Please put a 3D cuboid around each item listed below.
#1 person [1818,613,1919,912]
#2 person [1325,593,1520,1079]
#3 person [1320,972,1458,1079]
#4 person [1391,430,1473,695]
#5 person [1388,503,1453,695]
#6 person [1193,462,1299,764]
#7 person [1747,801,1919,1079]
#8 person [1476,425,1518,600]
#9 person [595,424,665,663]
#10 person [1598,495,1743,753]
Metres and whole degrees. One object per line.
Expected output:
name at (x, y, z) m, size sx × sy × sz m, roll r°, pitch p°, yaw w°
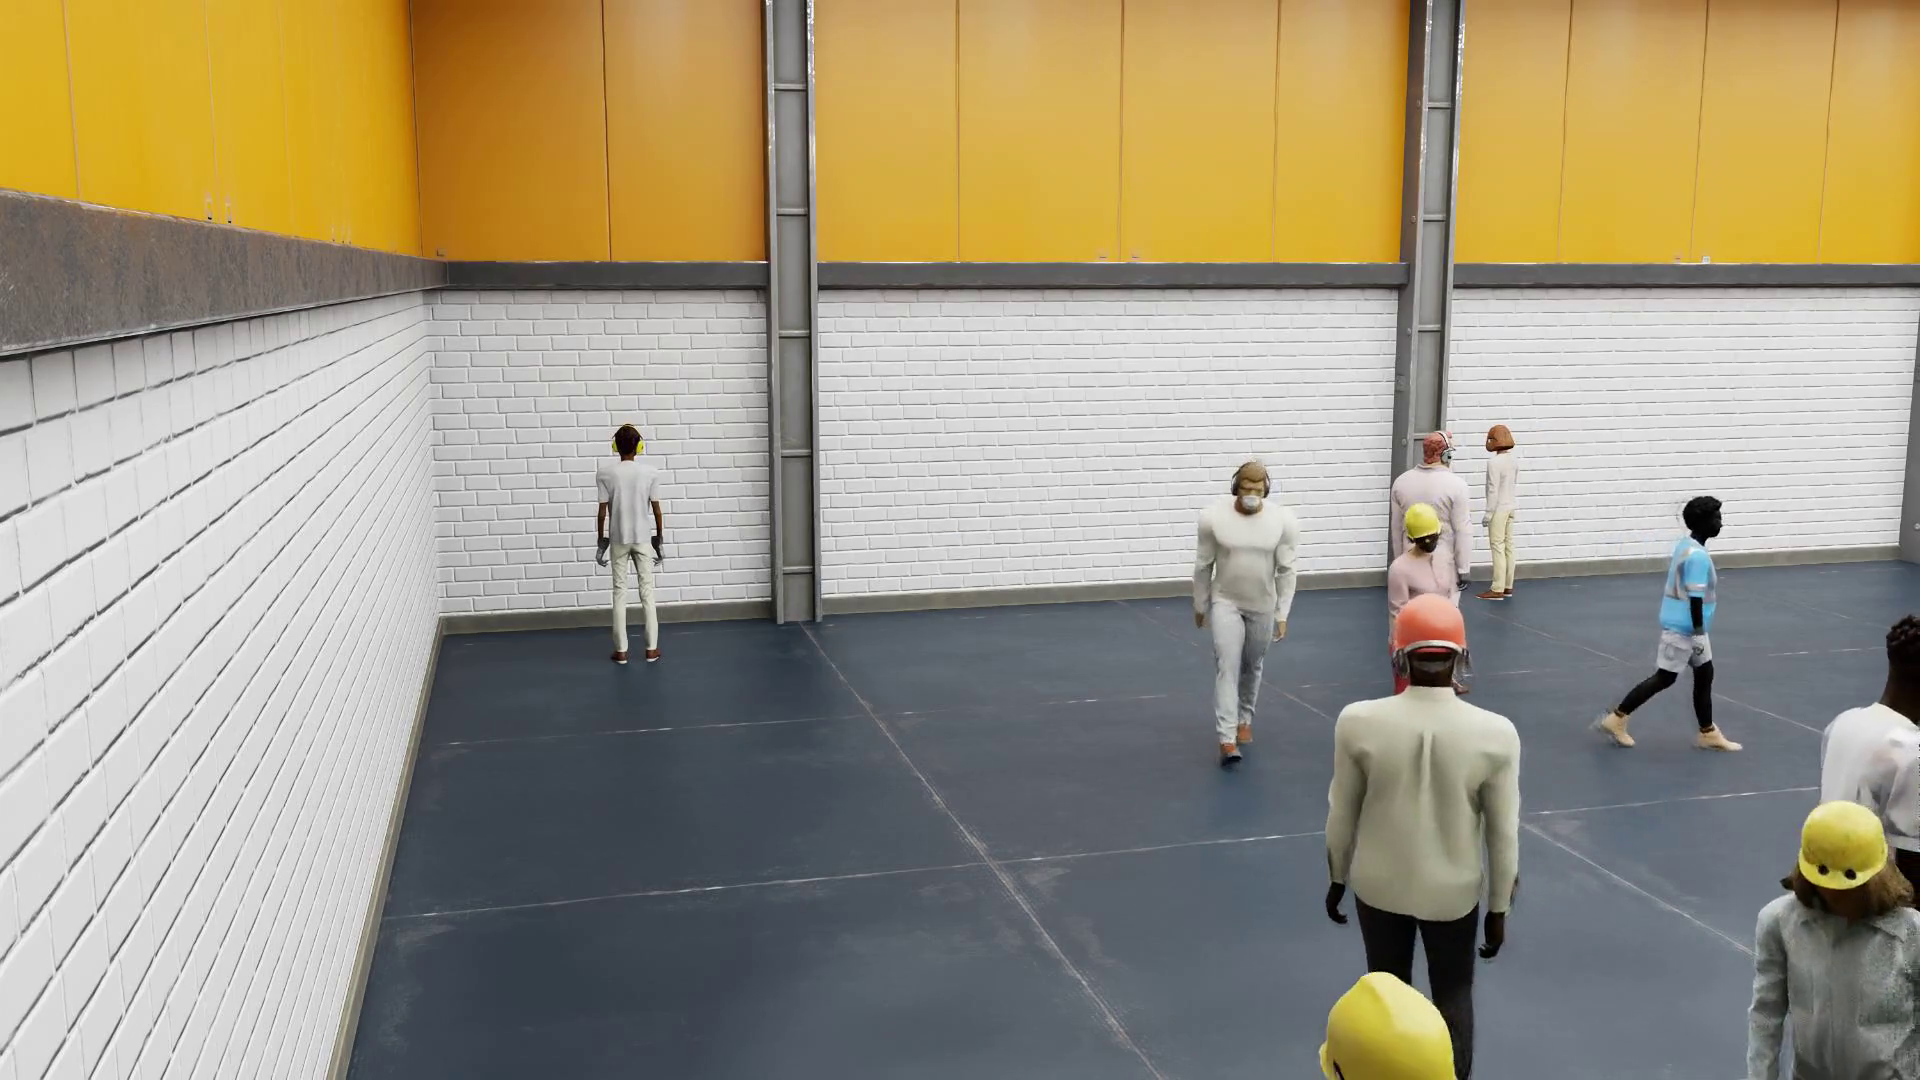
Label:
person at (2.991, 1.195, 5.451) m, size 0.497 × 1.944 × 0.646 m, roll 1°, pitch 9°, yaw 4°
person at (1.529, 1.161, 5.567) m, size 0.617 × 1.978 × 0.493 m, roll 2°, pitch 9°, yaw 13°
person at (0.769, 1.662, 2.931) m, size 0.613 × 1.818 × 0.507 m, roll -1°, pitch 9°, yaw -7°
person at (3.428, 0.163, 12.015) m, size 0.406 × 1.911 × 0.636 m, roll -7°, pitch 12°, yaw -39°
person at (2.735, 0.614, 9.794) m, size 0.690 × 1.724 × 0.406 m, roll -8°, pitch 12°, yaw -40°
person at (1.772, 0.437, 10.386) m, size 0.639 × 1.871 × 1.005 m, roll 1°, pitch 9°, yaw 7°
person at (2.312, 1.491, 4.328) m, size 0.479 × 1.700 × 0.514 m, roll -7°, pitch 12°, yaw -38°
person at (5.018, -0.256, 15.490) m, size 0.285 × 1.631 × 0.501 m, roll 9°, pitch 12°, yaw 43°
person at (-2.574, 0.029, 12.972) m, size 0.536 × 1.869 × 0.312 m, roll -2°, pitch 9°, yaw -14°
person at (4.513, 0.530, 10.510) m, size 0.837 × 1.663 × 0.540 m, roll 3°, pitch 10°, yaw 19°
